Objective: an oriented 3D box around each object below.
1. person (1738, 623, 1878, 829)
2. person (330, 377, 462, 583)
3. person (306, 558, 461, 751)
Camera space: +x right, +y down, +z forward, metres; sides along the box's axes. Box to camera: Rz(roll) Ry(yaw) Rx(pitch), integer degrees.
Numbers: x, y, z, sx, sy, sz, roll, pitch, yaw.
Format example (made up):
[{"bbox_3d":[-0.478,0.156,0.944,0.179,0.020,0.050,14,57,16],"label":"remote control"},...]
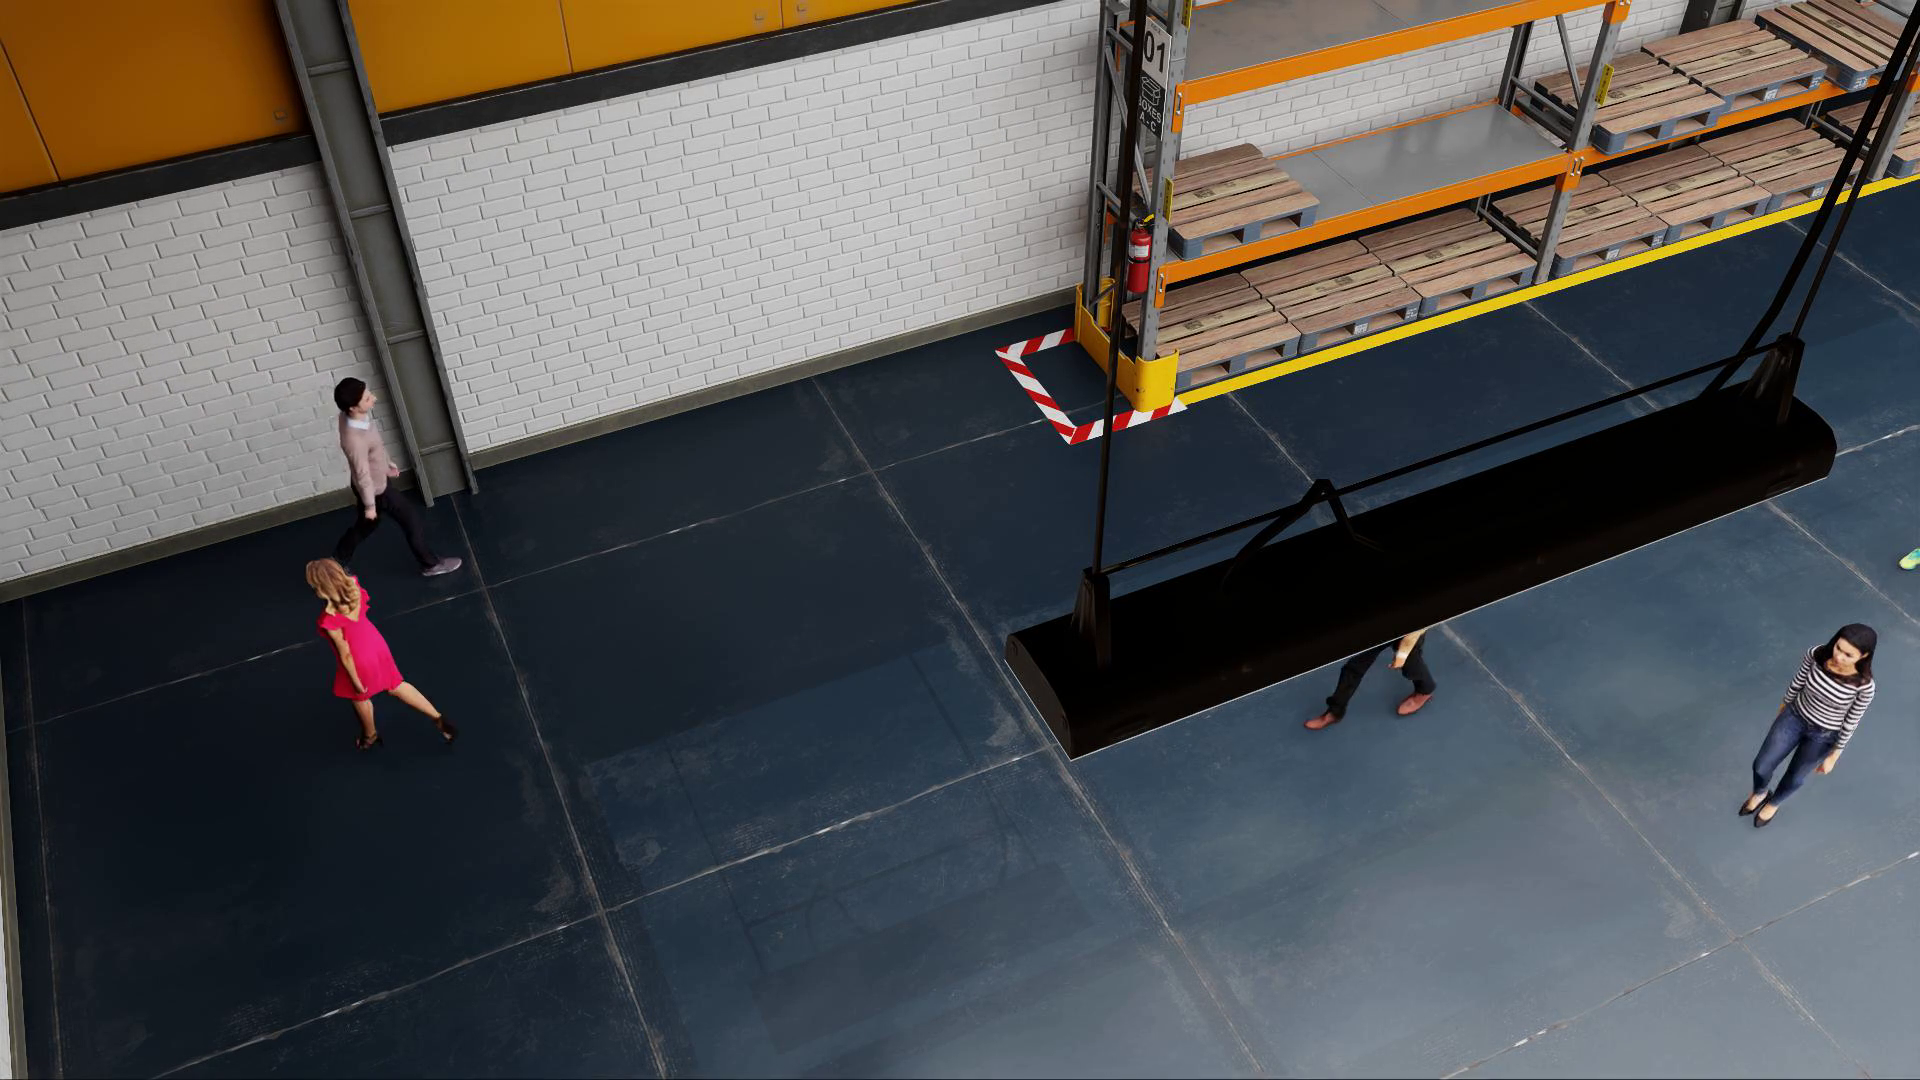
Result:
[{"bbox_3d":[5.053,1.096,9.797,0.713,1.783,0.673,-33,52,-30],"label":"person"},{"bbox_3d":[-4.070,-0.353,11.324,1.159,1.776,0.649,-16,46,-16],"label":"person"},{"bbox_3d":[-3.583,0.739,10.233,1.044,1.699,0.940,10,45,10],"label":"person"}]
